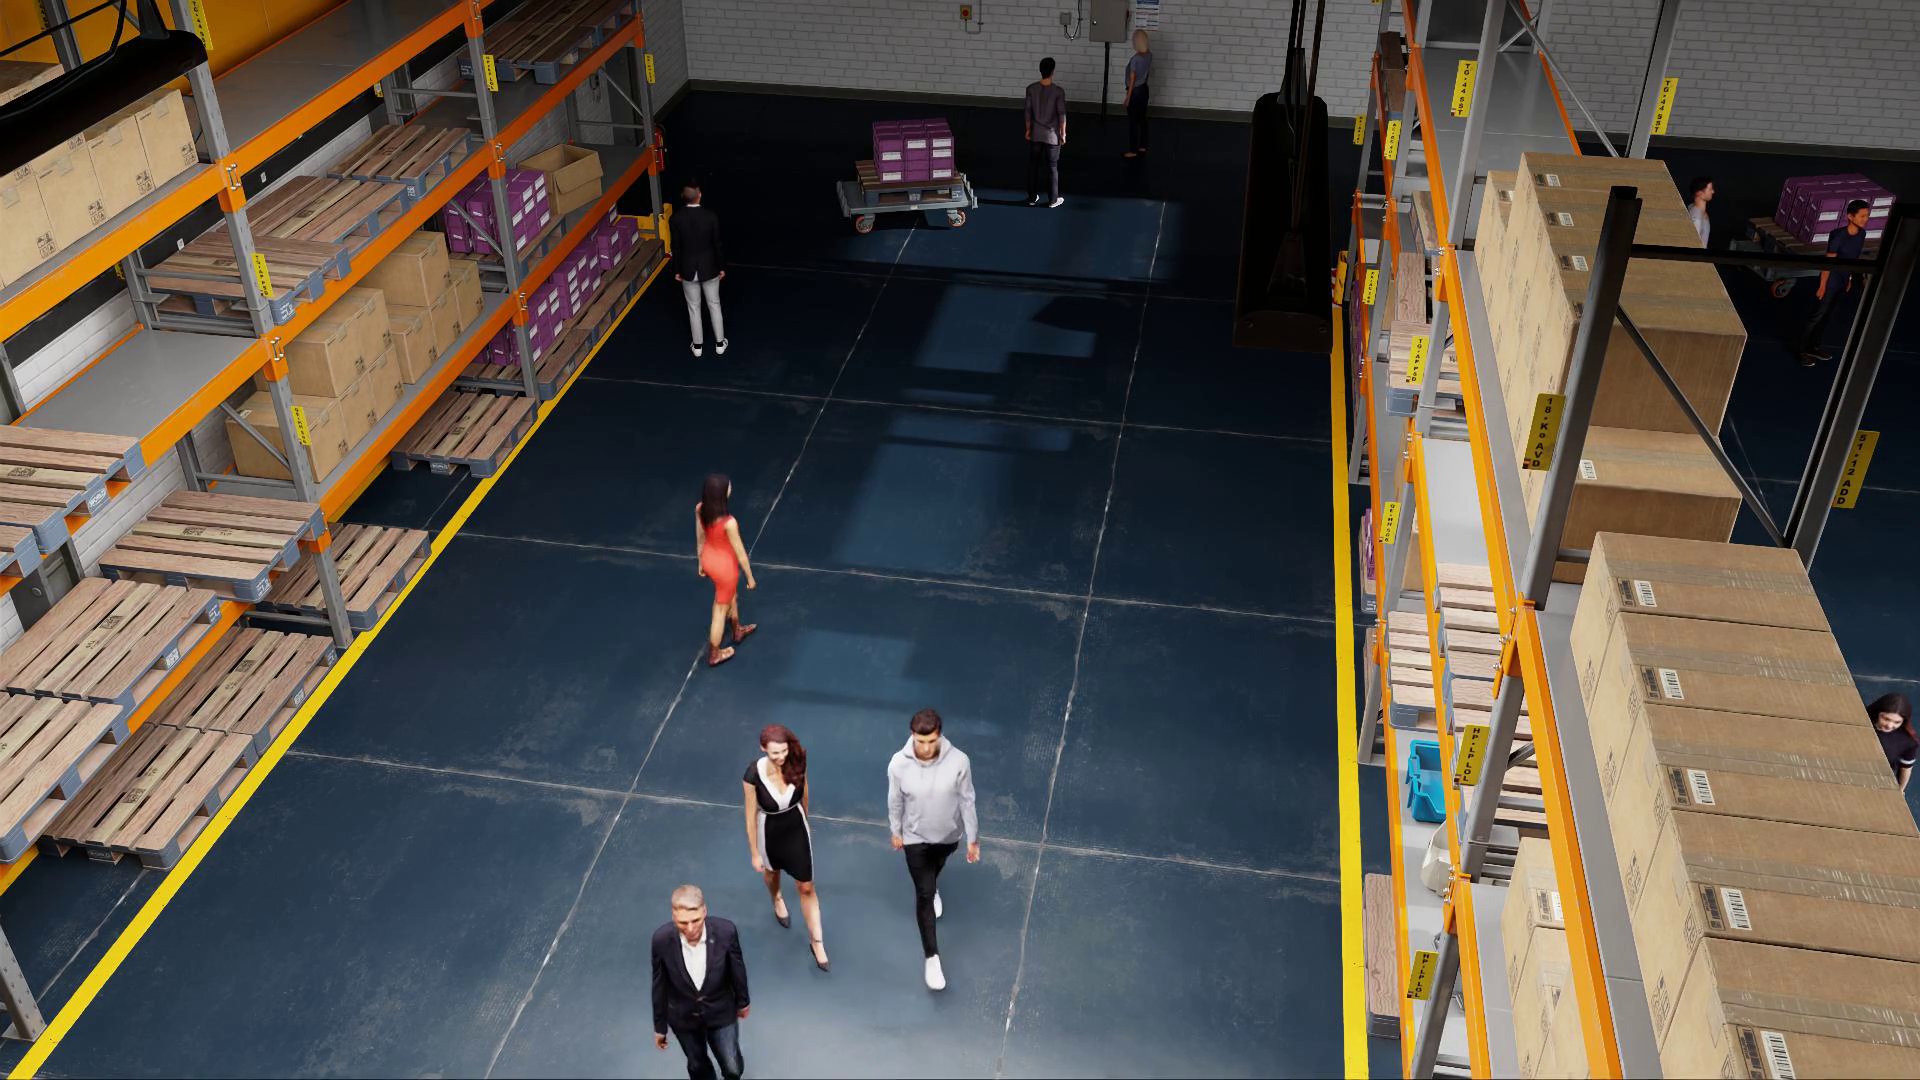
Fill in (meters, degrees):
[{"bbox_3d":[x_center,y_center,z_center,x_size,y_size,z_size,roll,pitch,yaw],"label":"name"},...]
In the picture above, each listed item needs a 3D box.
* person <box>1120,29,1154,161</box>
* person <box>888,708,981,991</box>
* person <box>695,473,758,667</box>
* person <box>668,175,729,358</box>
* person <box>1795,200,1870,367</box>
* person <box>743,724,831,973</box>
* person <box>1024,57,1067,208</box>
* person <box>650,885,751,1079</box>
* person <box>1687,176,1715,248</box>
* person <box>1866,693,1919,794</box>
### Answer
[{"bbox_3d":[2.370,-5.922,22.097,0.720,1.719,0.614,26,42,34],"label":"person"},{"bbox_3d":[-0.183,1.753,10.407,0.995,1.878,1.308,-6,34,-9],"label":"person"},{"bbox_3d":[-1.899,0.271,12.799,0.822,1.697,0.928,25,41,32],"label":"person"},{"bbox_3d":[-2.704,-2.841,17.246,0.772,1.959,0.713,-4,34,-6],"label":"person"},{"bbox_3d":[9.003,-2.669,17.136,0.712,1.793,0.753,-18,38,-25],"label":"person"},{"bbox_3d":[-1.159,1.804,10.428,0.953,1.770,1.097,-14,36,-20],"label":"person"},{"bbox_3d":[1.056,-5.073,20.700,0.719,1.851,0.597,12,36,18],"label":"person"},{"bbox_3d":[-1.440,2.543,9.284,0.766,1.805,0.765,-3,34,-5],"label":"person"},{"bbox_3d":[7.613,-2.934,17.476,0.764,1.857,0.547,10,35,14],"label":"person"},{"bbox_3d":[5.937,1.572,10.943,0.966,1.586,1.232,21,39,28],"label":"person"}]
